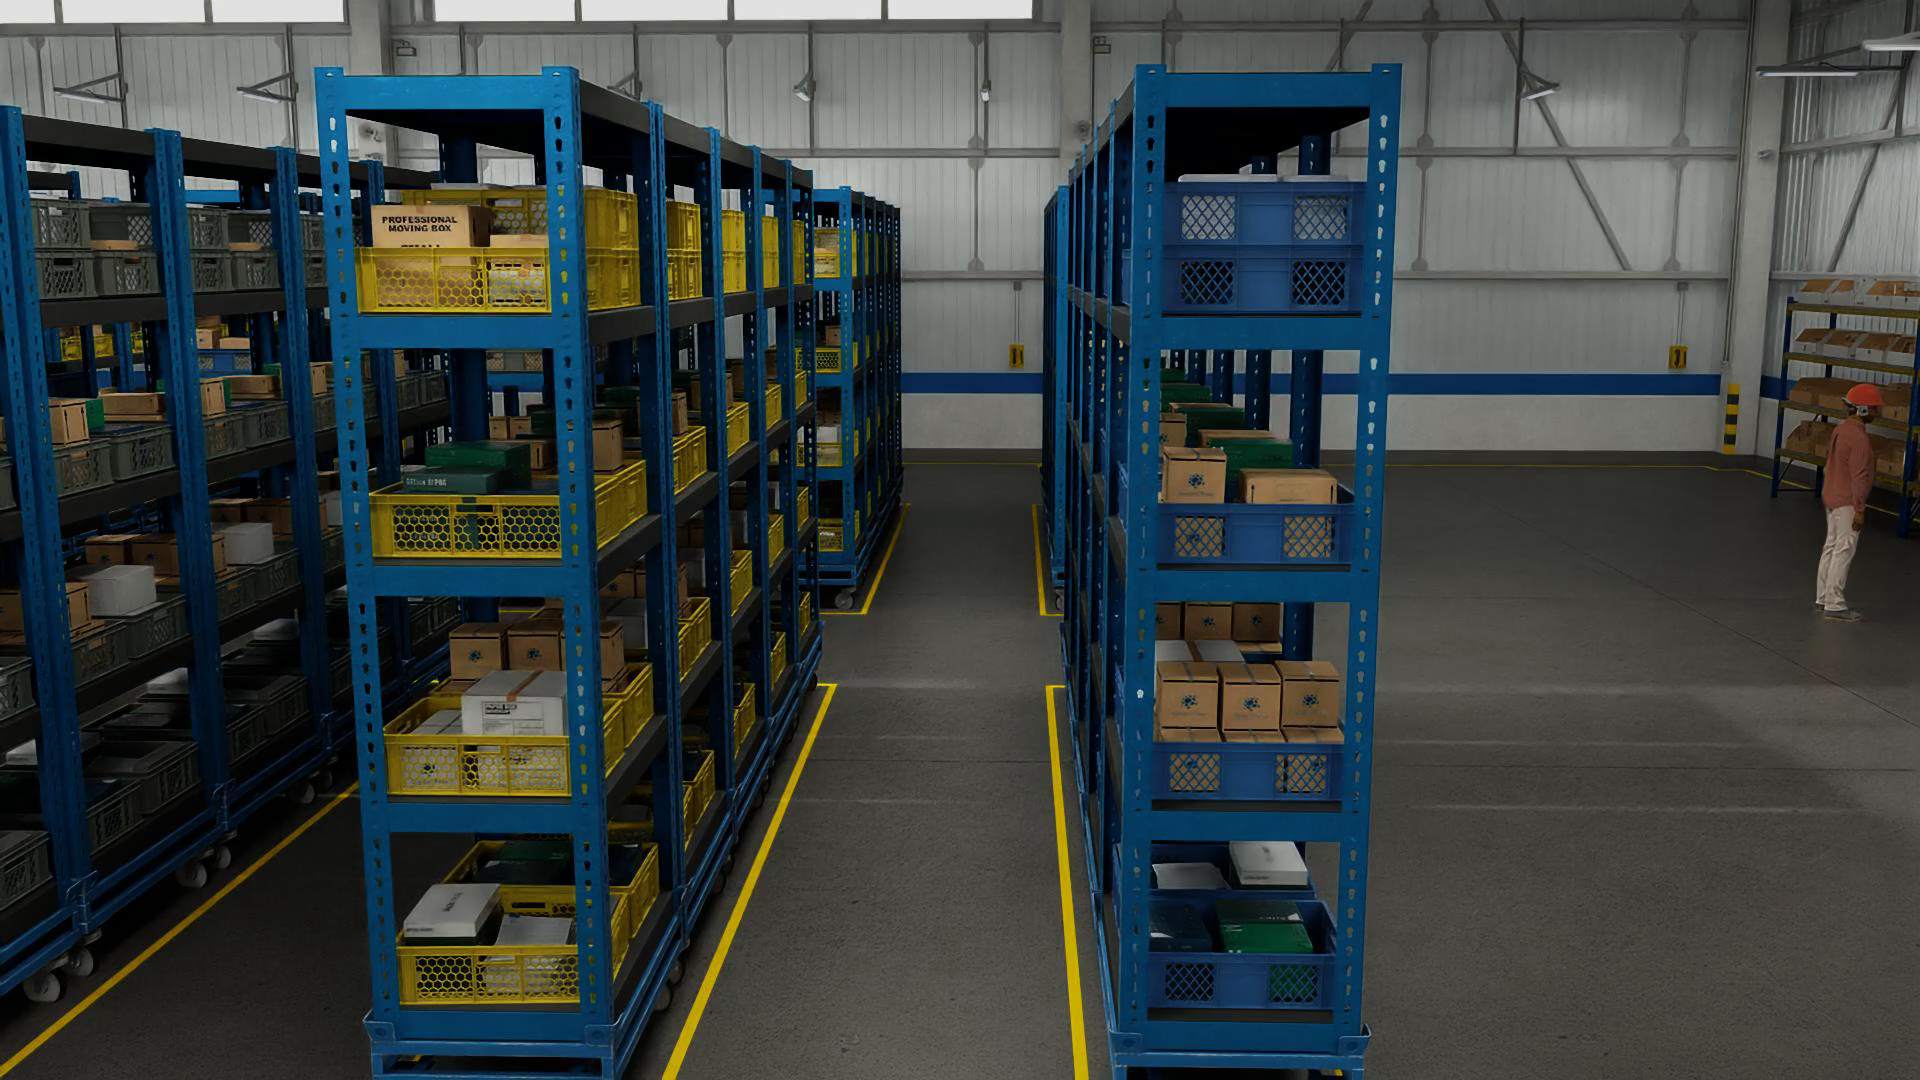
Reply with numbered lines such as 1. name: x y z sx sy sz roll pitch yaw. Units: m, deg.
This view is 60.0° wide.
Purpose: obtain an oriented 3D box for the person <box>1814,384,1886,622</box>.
1. person: 7.427 -0.310 13.874 0.401 1.987 0.608 1 10 9
